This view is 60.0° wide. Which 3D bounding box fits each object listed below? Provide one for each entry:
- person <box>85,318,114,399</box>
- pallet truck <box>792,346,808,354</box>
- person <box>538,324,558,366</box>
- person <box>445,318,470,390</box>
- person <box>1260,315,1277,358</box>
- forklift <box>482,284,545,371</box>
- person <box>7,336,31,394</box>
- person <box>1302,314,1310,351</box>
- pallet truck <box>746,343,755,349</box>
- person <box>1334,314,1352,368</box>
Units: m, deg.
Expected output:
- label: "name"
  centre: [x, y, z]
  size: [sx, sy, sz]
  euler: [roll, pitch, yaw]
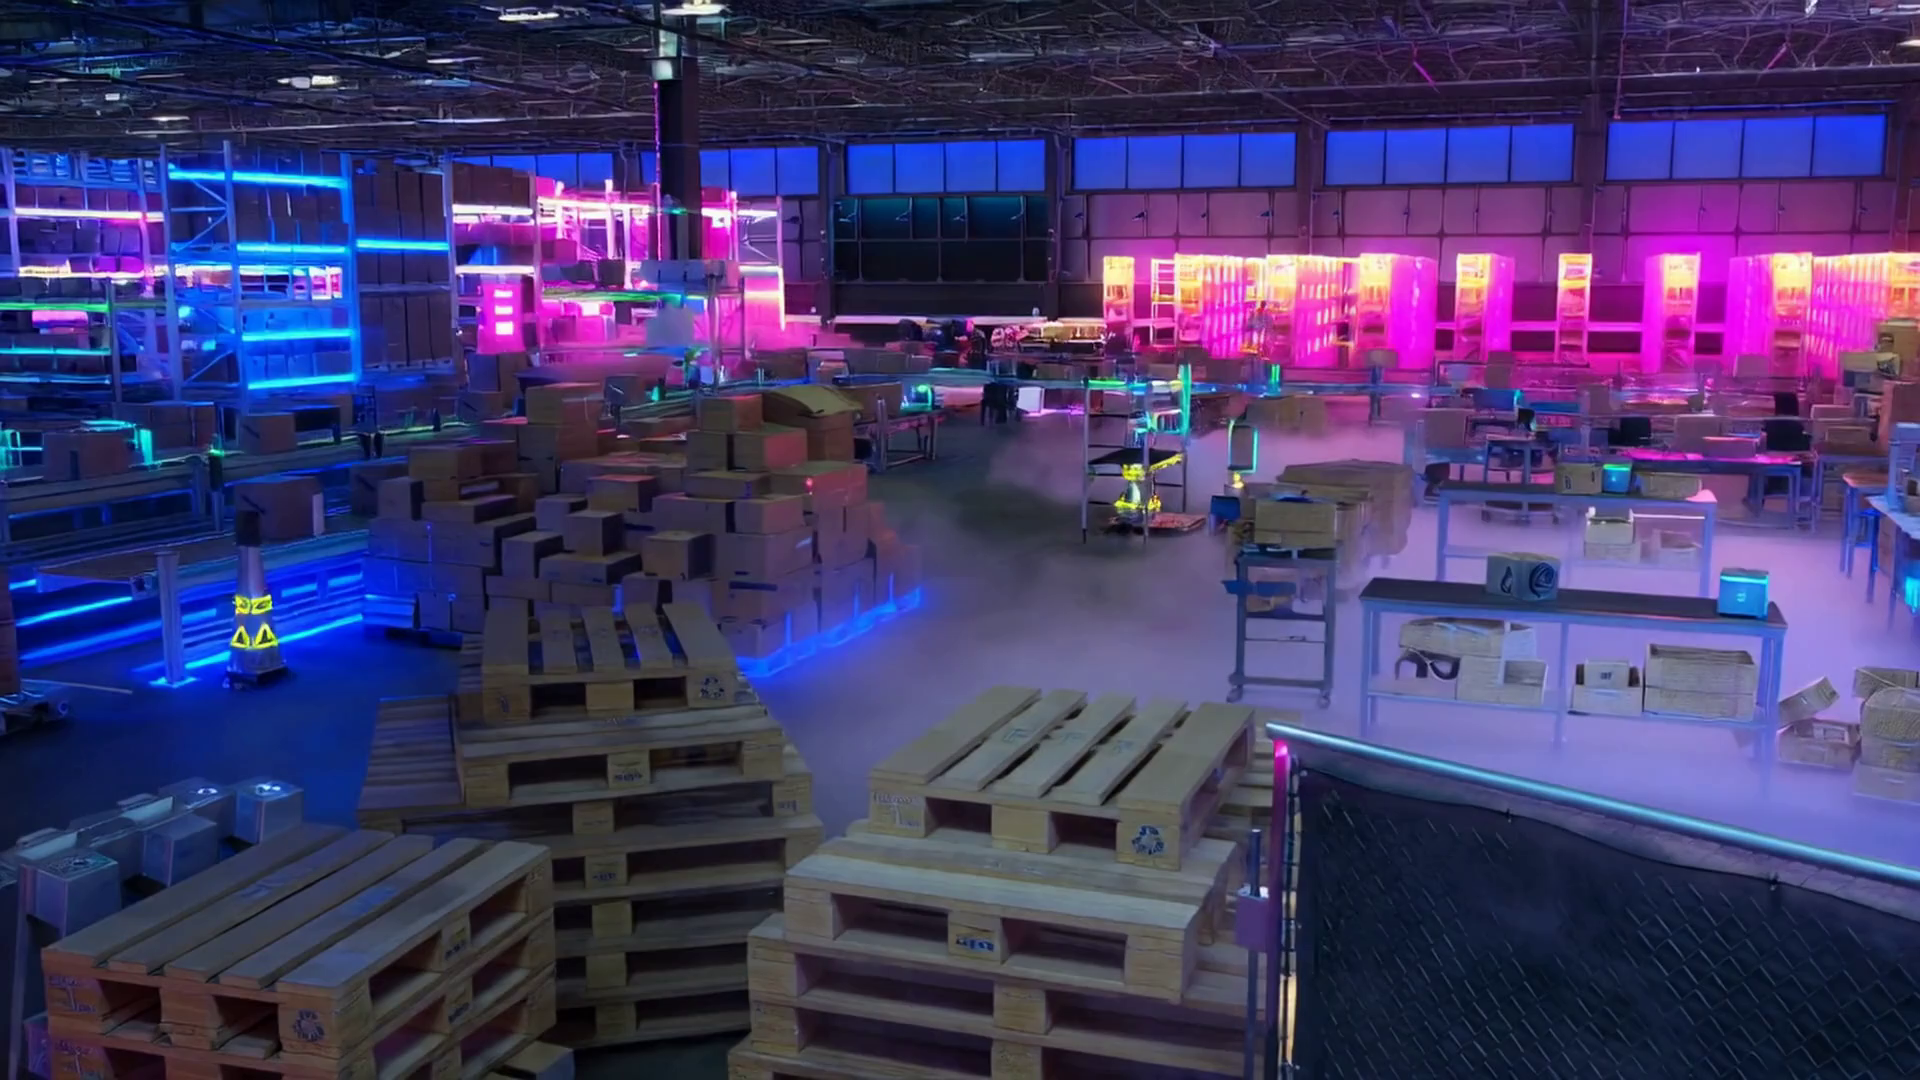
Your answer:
- label: "person"
  centre: [-21.340, -4.524, 41.295]
  size: [0.625, 2.001, 1.043]
  euler: [4, 10, 23]
- label: "pallet truck"
  centre: [-3.705, -4.298, 42.022]
  size: [0.653, 1.274, 1.630]
  euler: [3, 10, 20]
- label: "person"
  centre: [-10.838, -4.813, 43.838]
  size: [0.619, 1.758, 0.971]
  euler: [3, 10, 18]
- label: "person"
  centre: [-13.280, -4.894, 43.855]
  size: [0.559, 1.910, 0.724]
  euler: [3, 10, 19]
- label: "person"
  centre: [9.671, -6.177, 51.928]
  size: [0.680, 1.906, 0.678]
  euler: [-7, 11, -37]
- label: "forklift"
  centre: [-10.832, -4.702, 39.610]
  size: [1.129, 2.768, 1.873]
  euler: [3, 10, 20]
- label: "person"
  centre: [-22.684, -4.102, 39.900]
  size: [0.831, 1.586, 0.505]
  euler: [-5, 10, -28]
- label: "person"
  centre: [12.369, -7.342, 59.449]
  size: [0.397, 1.838, 0.564]
  euler: [2, 9, 13]
- label: "pallet truck"
  centre: [-6.183, -4.618, 44.264]
  size: [1.601, 1.201, 0.680]
  euler: [-9, 12, -43]
- label: "person"
  centre: [11.980, -6.140, 51.920]
  size: [0.586, 1.833, 0.403]
  euler: [7, 12, 39]
